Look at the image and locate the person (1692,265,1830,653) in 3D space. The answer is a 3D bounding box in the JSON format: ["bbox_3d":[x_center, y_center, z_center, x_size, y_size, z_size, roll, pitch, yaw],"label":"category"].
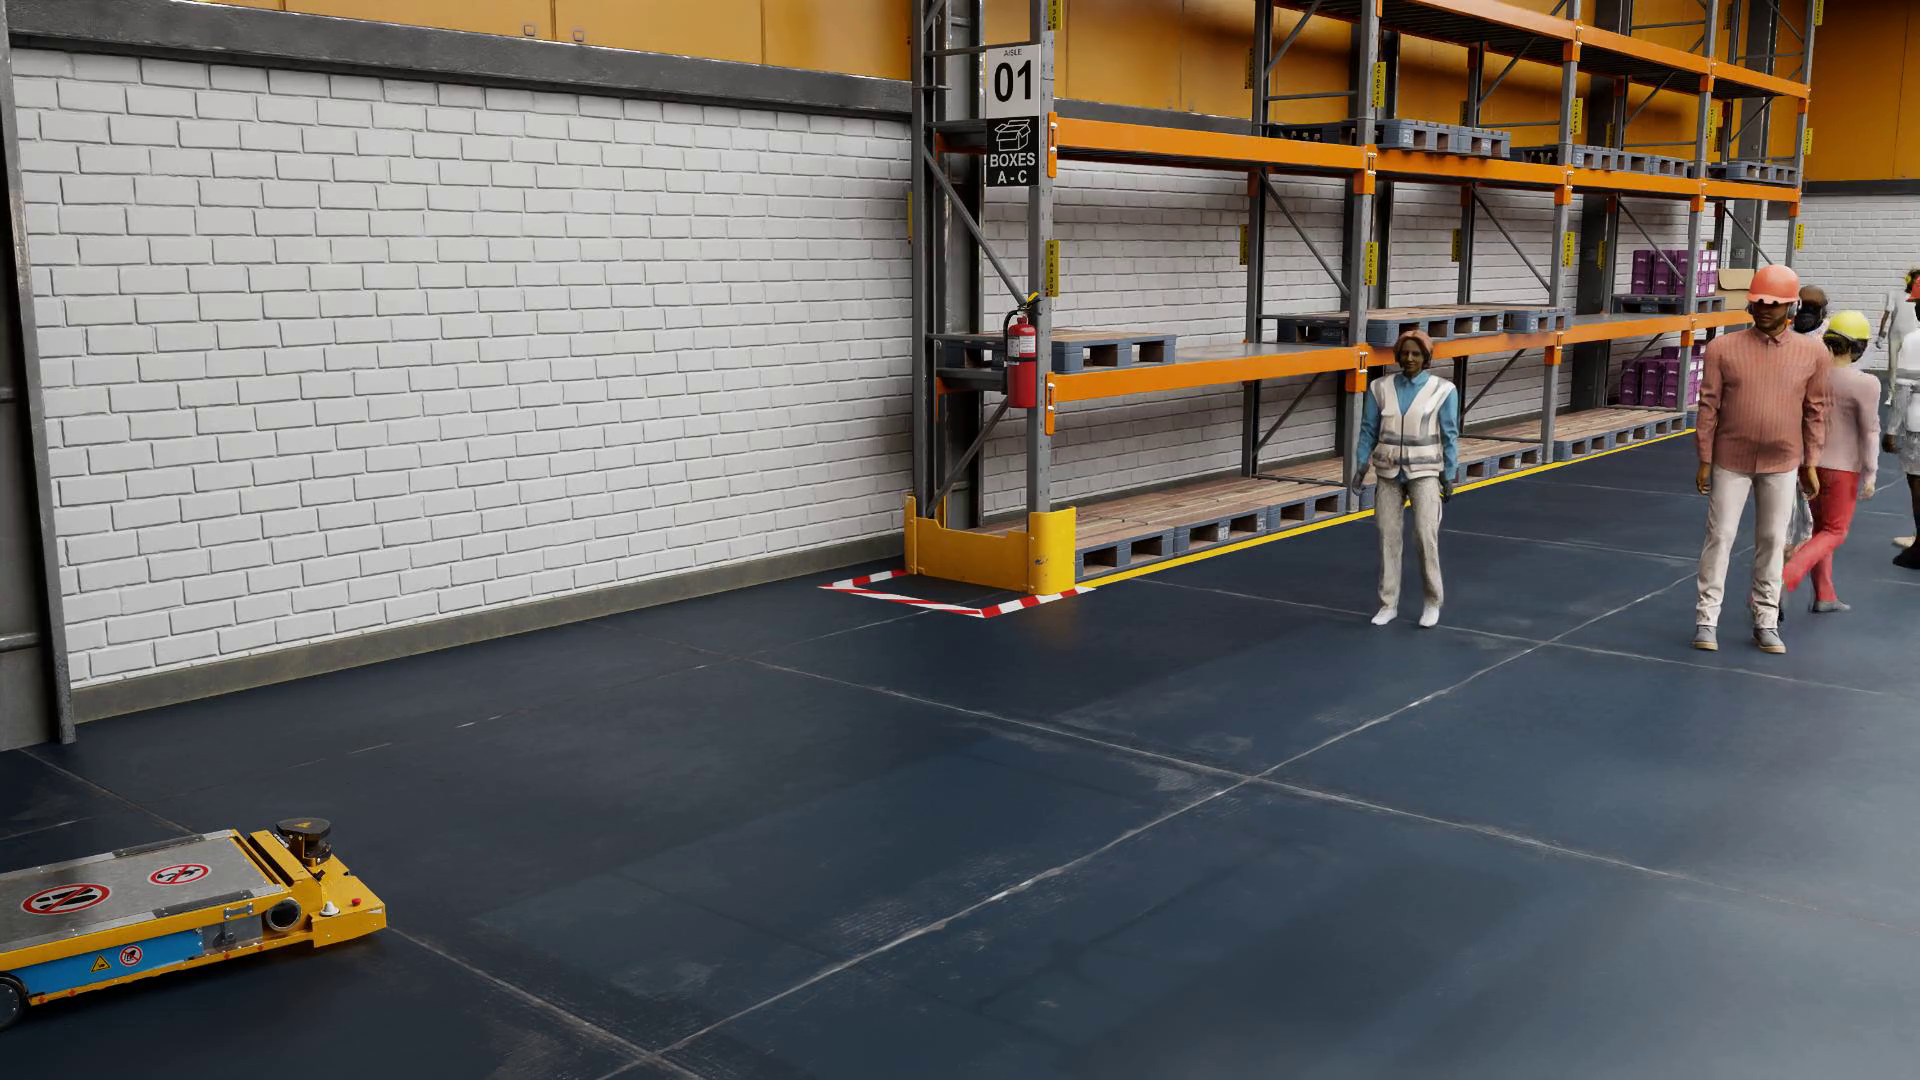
[{"bbox_3d":[4.094,-0.406,8.535,0.612,1.990,0.392,3,10,15],"label":"person"}]

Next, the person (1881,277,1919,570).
[{"bbox_3d":[6.223,-0.764,10.766,0.568,1.918,0.512,-4,11,-20],"label":"person"}]

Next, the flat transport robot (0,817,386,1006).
[{"bbox_3d":[-2.488,1.106,4.817,1.431,0.197,0.652,-7,12,-36],"label":"flat transport robot"}]

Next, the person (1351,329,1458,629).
[{"bbox_3d":[2.449,-0.334,9.150,0.536,1.636,0.376,7,12,34],"label":"person"}]

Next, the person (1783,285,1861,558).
[{"bbox_3d":[5.545,-0.758,10.979,0.452,1.831,0.641,-6,12,-31],"label":"person"}]

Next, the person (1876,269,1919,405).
[{"bbox_3d":[12.314,-2.629,21.743,0.564,1.796,0.981,5,11,28],"label":"person"}]

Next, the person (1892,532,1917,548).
[{"bbox_3d":[6.758,-0.911,11.355,0.500,2.012,0.638,5,11,25],"label":"person"}]

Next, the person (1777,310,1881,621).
[{"bbox_3d":[4.786,-0.401,9.240,0.755,1.745,0.531,-4,11,-22],"label":"person"}]
